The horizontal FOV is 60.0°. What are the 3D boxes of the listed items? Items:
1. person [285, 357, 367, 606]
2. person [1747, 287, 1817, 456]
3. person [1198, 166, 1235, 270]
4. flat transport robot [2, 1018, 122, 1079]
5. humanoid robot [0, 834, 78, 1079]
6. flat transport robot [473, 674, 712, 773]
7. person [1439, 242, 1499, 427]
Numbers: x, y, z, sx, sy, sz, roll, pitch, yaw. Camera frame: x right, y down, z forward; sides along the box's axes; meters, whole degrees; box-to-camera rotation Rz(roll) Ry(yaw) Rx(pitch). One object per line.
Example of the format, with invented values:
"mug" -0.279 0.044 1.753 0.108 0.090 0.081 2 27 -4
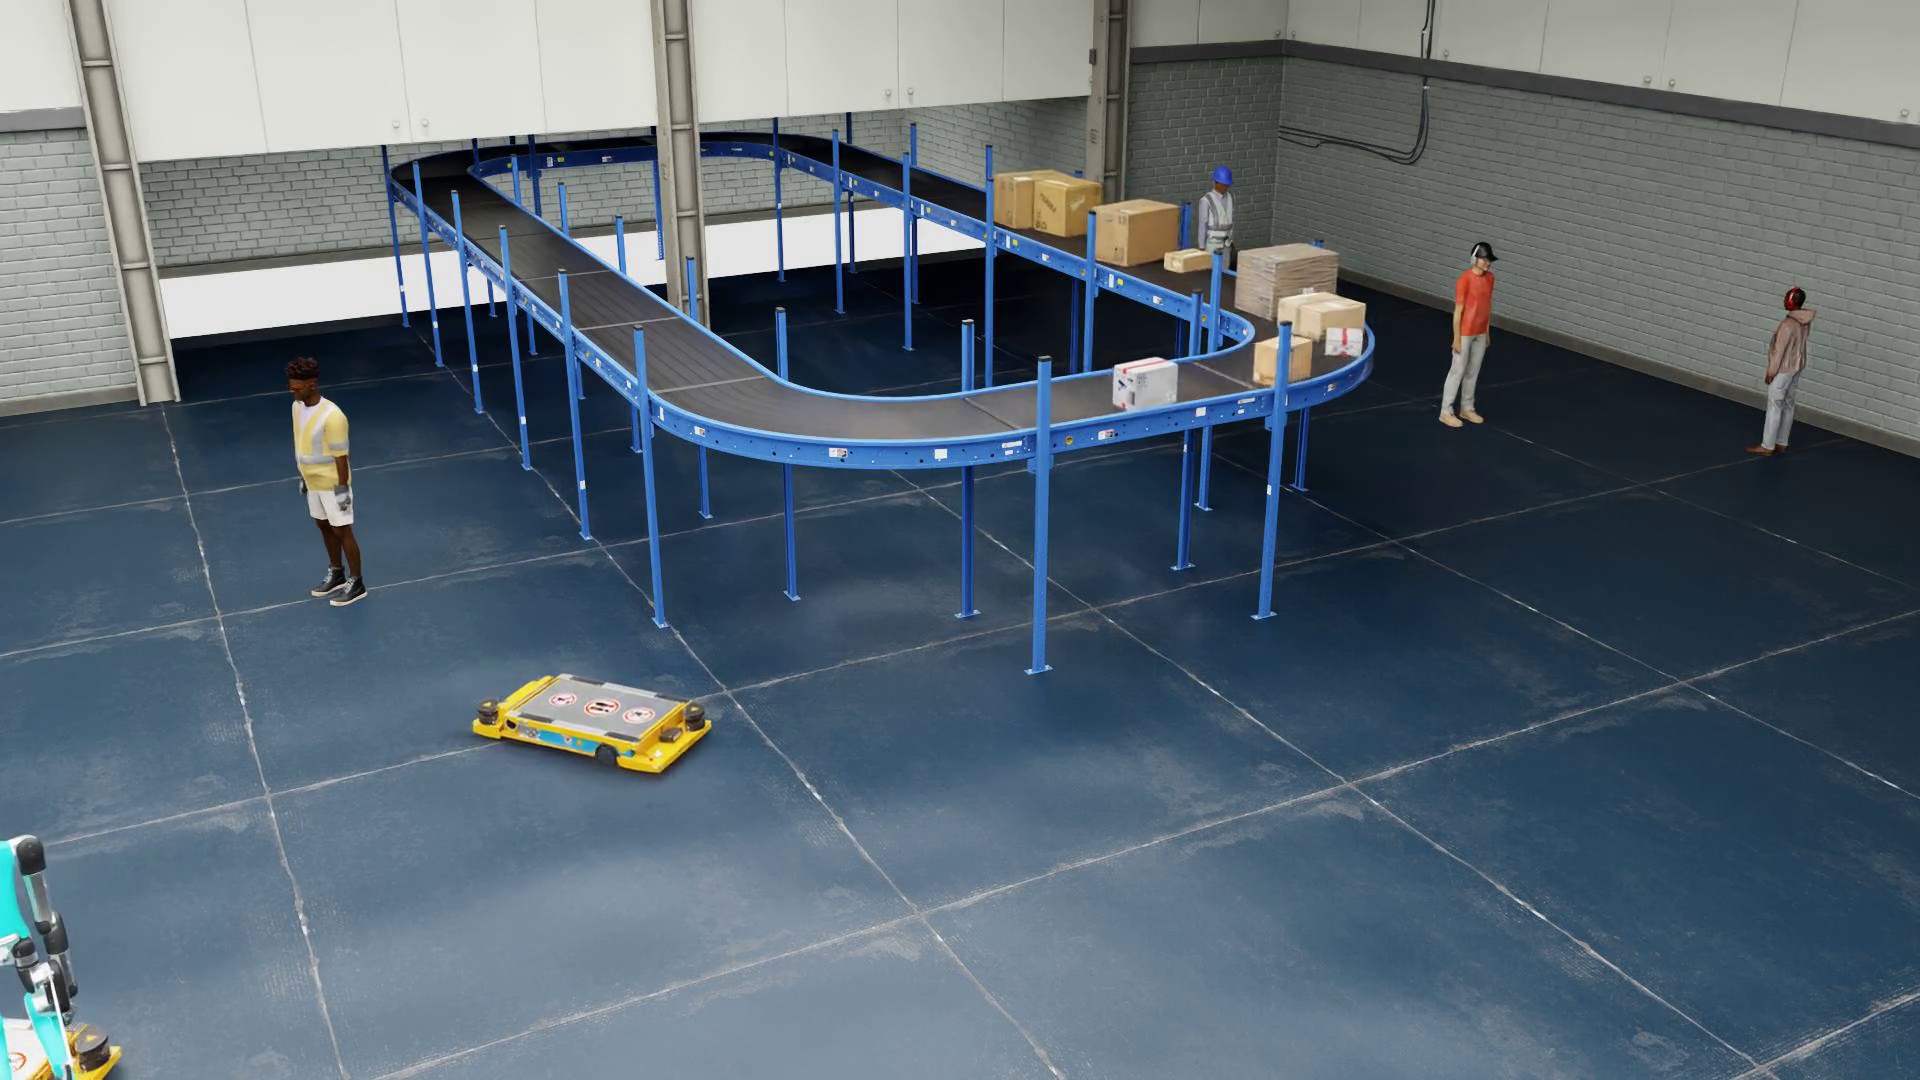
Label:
"person" -4.875 -0.460 12.766 0.604 1.958 0.370 18 28 37
"person" 7.964 -1.621 16.044 0.464 1.647 0.317 -15 26 -33
"person" 3.220 -3.720 20.852 0.623 1.934 0.410 -18 28 -37
"flat transport robot" -4.750 2.499 7.699 1.431 0.231 0.659 2 22 5
"humanoid robot" -3.896 2.026 6.920 0.535 1.761 0.830 -19 29 -39
"flat transport robot" -2.421 1.186 10.944 1.431 0.231 0.659 9 24 21
"person" 5.198 -2.075 16.840 0.472 1.903 0.423 -13 25 -29
